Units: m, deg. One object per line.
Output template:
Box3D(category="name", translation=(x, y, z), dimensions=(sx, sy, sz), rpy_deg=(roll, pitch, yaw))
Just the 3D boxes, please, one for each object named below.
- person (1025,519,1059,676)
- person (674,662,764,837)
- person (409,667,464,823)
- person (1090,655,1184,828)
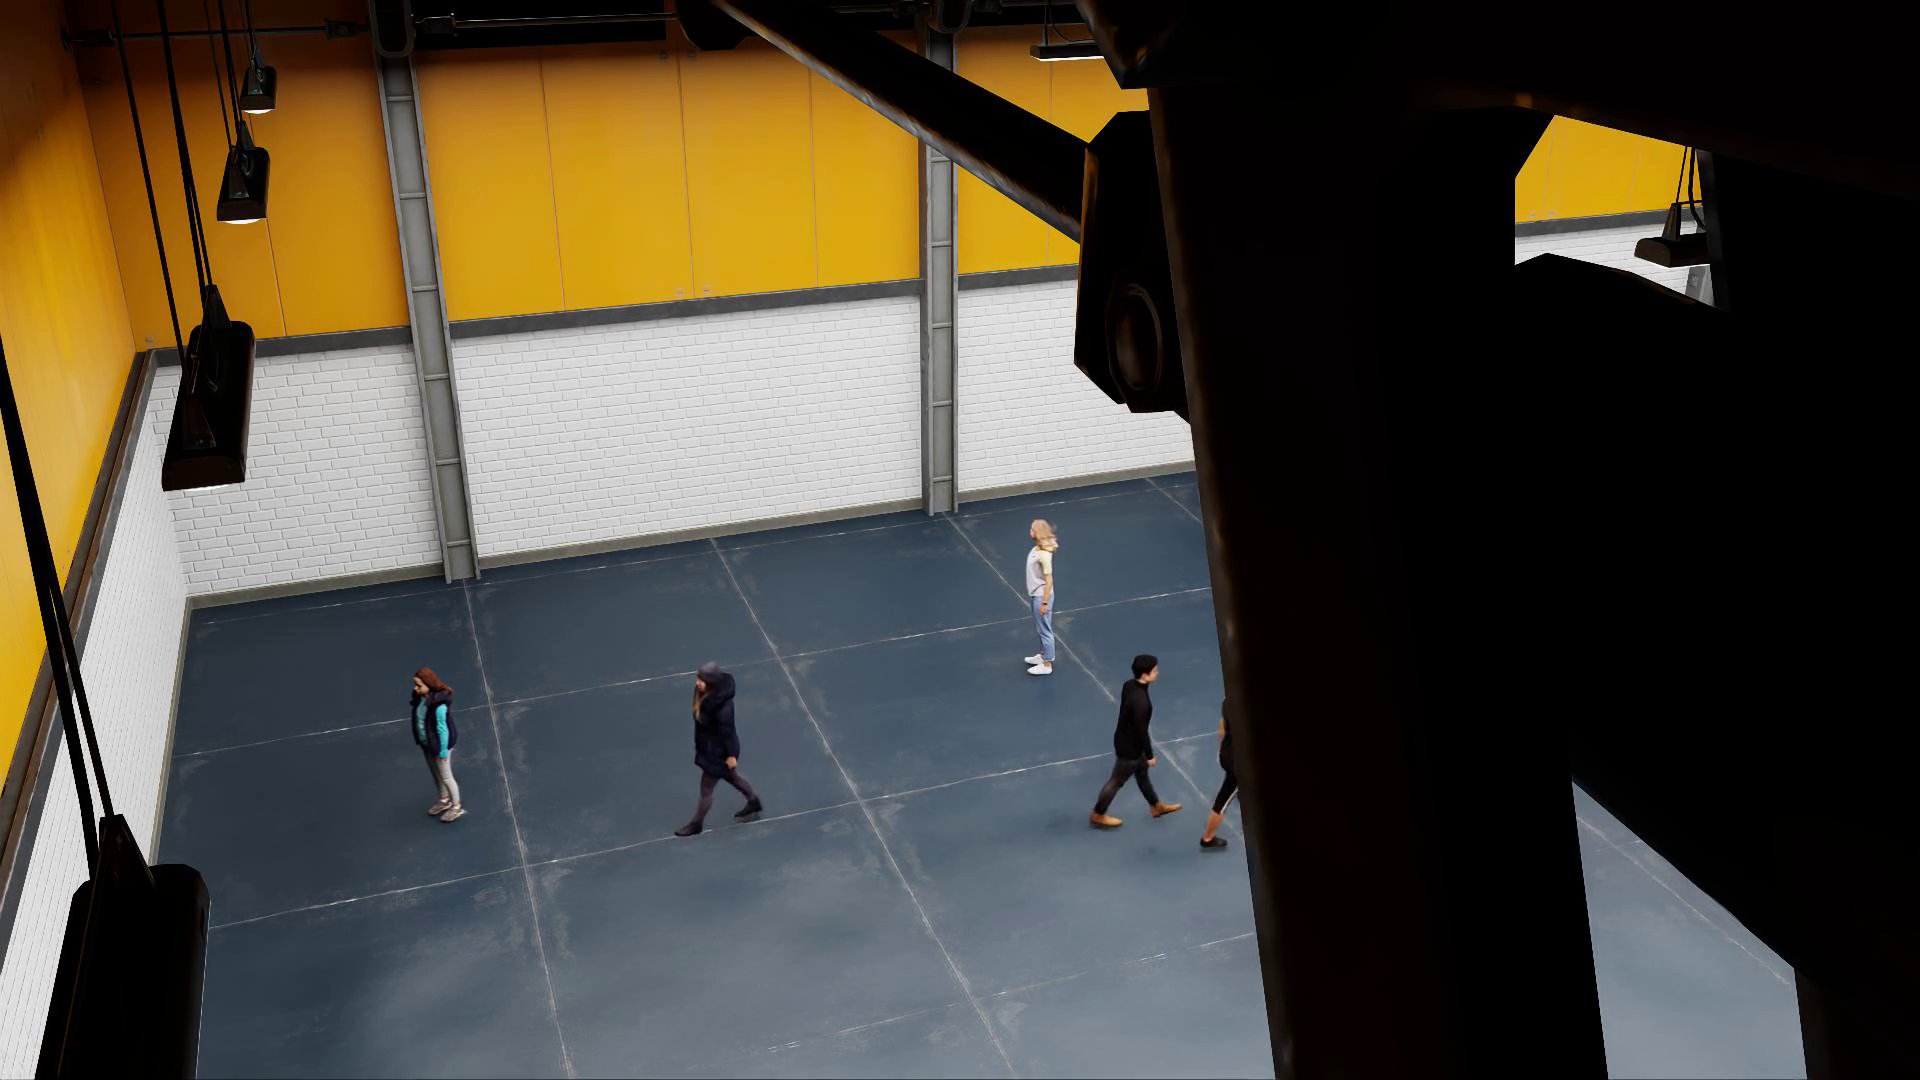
Box3D(category="person", translation=(0.852, 0.579, 17.211), dimensions=(0.627, 1.723, 0.682), rpy_deg=(-2, 24, -4))
Box3D(category="person", translation=(-2.035, 1.802, 14.523), dimensions=(1.088, 1.635, 0.746), rpy_deg=(-11, 26, -24))
Box3D(category="person", translation=(-4.640, 1.784, 14.734), dimensions=(0.658, 1.500, 0.696), rpy_deg=(21, 31, 39))
Box3D(category="person", translation=(1.415, 1.780, 14.515), dimensions=(1.151, 1.682, 0.888), rpy_deg=(-1, 24, -1))
